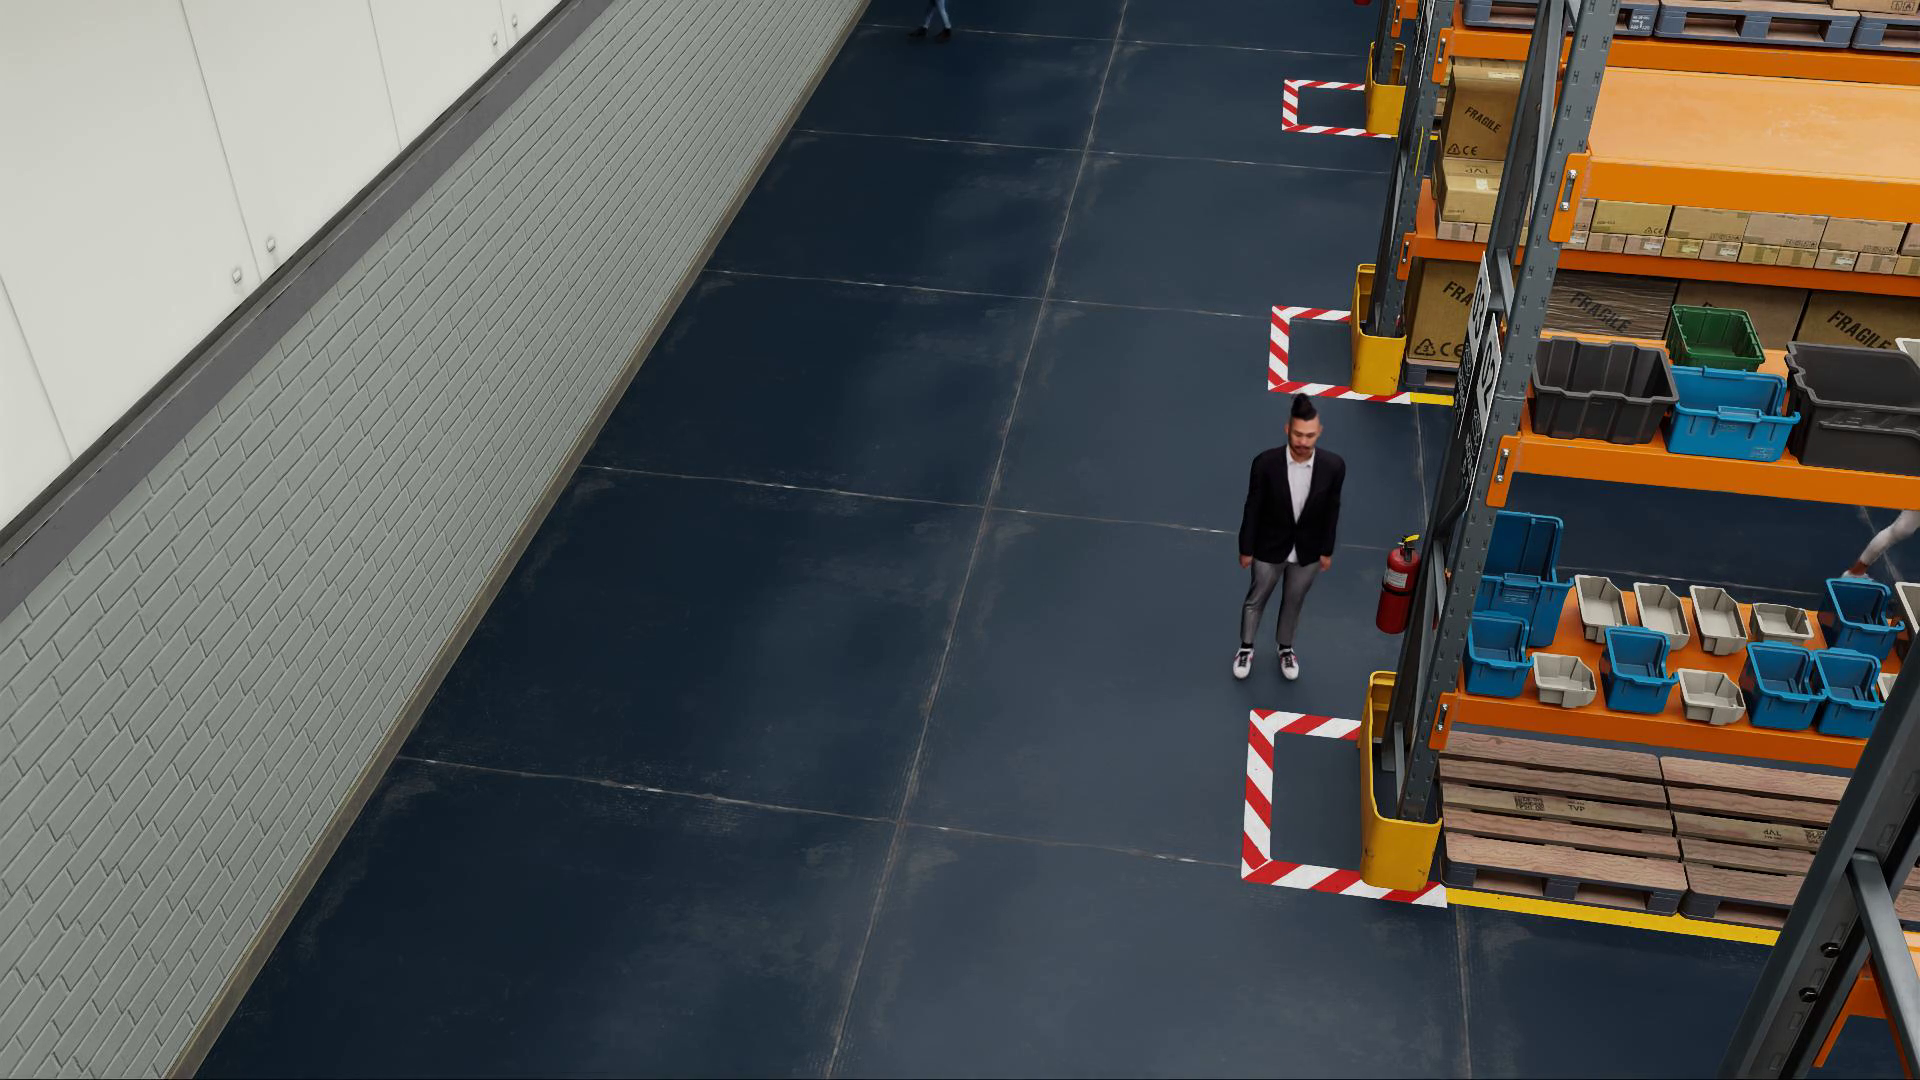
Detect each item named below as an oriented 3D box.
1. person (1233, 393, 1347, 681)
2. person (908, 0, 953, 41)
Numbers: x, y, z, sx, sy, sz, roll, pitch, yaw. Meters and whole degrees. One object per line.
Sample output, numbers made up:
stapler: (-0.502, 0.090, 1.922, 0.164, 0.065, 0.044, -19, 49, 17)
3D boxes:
person: (1.900, -0.013, 9.643, 0.553, 1.953, 0.793, 2, 37, 3)
person: (-0.217, -6.054, 18.228, 0.785, 1.180, 0.643, -6, 38, -8)
